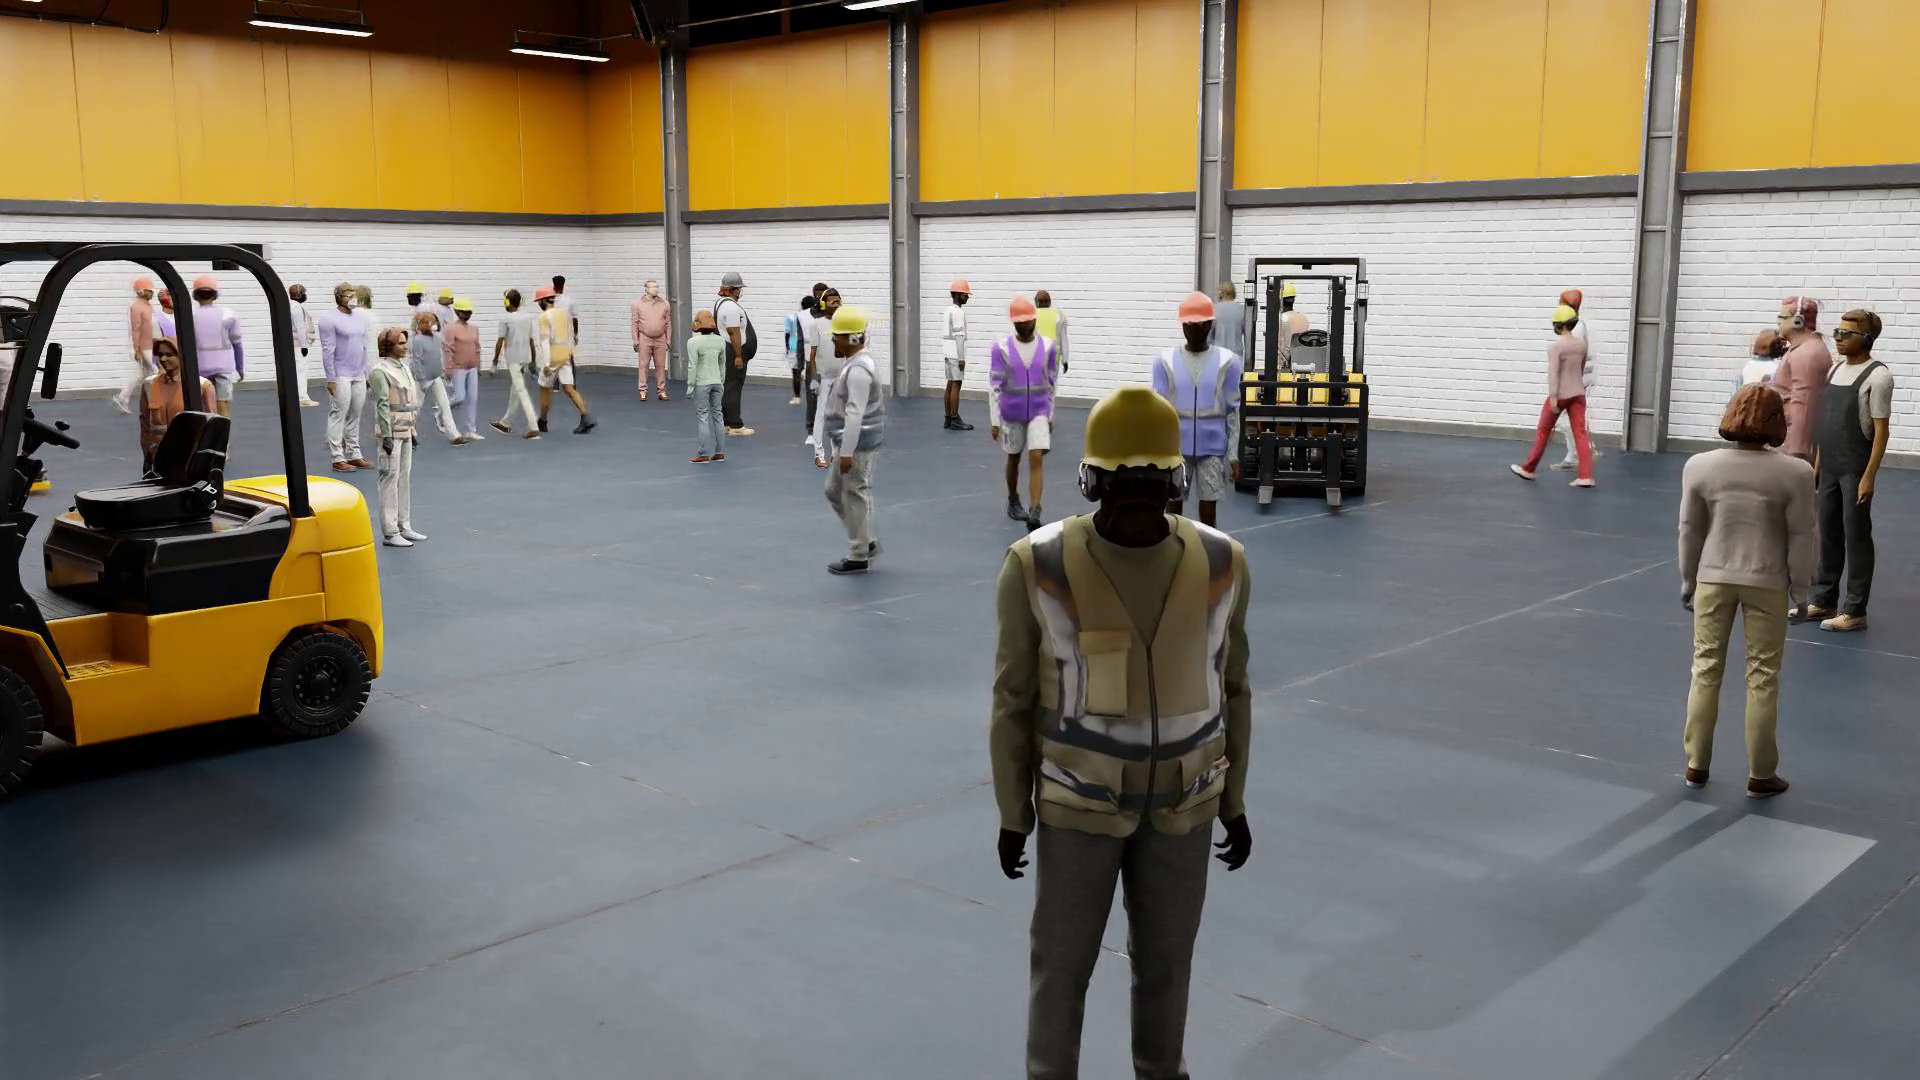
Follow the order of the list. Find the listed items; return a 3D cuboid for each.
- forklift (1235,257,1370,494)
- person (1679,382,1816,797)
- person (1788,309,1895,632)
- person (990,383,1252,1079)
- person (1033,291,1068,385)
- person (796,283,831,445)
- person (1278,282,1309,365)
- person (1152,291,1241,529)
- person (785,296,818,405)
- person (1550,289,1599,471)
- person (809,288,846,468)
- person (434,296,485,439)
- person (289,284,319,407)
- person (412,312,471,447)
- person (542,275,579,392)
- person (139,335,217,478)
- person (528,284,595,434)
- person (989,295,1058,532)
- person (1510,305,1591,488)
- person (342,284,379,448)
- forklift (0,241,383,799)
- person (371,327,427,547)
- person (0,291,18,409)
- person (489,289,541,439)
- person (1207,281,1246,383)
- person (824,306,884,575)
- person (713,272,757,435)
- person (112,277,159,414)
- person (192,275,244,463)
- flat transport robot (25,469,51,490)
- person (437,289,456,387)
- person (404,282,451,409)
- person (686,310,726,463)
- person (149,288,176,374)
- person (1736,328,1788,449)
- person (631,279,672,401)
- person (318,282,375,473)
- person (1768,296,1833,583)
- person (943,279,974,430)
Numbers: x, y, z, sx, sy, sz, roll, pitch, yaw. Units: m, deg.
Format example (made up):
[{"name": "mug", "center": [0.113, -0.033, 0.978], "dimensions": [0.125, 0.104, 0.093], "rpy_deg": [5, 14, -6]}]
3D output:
[{"name": "forklift", "center": [3.309, -1.629, 16.029], "dimensions": [1.214, 2.155, 2.313], "rpy_deg": [2, 9, 11]}, {"name": "person", "center": [3.089, 0.195, 6.563], "dimensions": [0.497, 1.633, 0.285], "rpy_deg": [7, 12, 38]}, {"name": "person", "center": [5.086, -0.398, 9.553], "dimensions": [0.345, 1.847, 0.507], "rpy_deg": [-2, 9, -9]}, {"name": "person", "center": [0.367, 0.567, 3.672], "dimensions": [0.601, 1.830, 0.403], "rpy_deg": [-2, 9, -10]}, {"name": "person", "center": [1.086, -2.371, 21.859], "dimensions": [0.637, 1.783, 0.978], "rpy_deg": [-1, 9, -6]}, {"name": "person", "center": [-1.635, -2.075, 19.660], "dimensions": [0.594, 1.906, 0.389], "rpy_deg": [0, 9, 2]}, {"name": "person", "center": [3.559, -1.838, 18.141], "dimensions": [0.589, 1.924, 0.383], "rpy_deg": [-9, 13, -44]}, {"name": "person", "center": [1.452, -0.568, 10.311], "dimensions": [0.552, 1.935, 0.375], "rpy_deg": [1, 9, 8]}, {"name": "person", "center": [-2.363, -2.867, 25.249], "dimensions": [0.587, 1.667, 0.363], "rpy_deg": [-1, 9, -4]}, {"name": "person", "center": [6.231, -1.611, 16.927], "dimensions": [0.419, 1.865, 0.599], "rpy_deg": [5, 10, 26]}, {"name": "person", "center": [-1.338, -1.694, 17.421], "dimensions": [0.516, 1.873, 0.329], "rpy_deg": [-7, 12, -38]}, {"name": "person", "center": [-6.096, -2.085, 20.223], "dimensions": [0.575, 1.748, 0.523], "rpy_deg": [5, 11, 29]}, {"name": "person", "center": [-9.951, -2.932, 25.107], "dimensions": [0.429, 1.842, 0.626], "rpy_deg": [-6, 11, -32]}, {"name": "person", "center": [-6.170, -1.862, 19.338], "dimensions": [0.895, 1.576, 0.500], "rpy_deg": [4, 10, 24]}, {"name": "person", "center": [-6.714, -3.459, 27.950], "dimensions": [0.608, 1.965, 0.369], "rpy_deg": [-3, 10, -19]}, {"name": "person", "center": [-5.105, -0.516, 10.898], "dimensions": [0.513, 1.642, 0.313], "rpy_deg": [1, 9, 3]}, {"name": "person", "center": [-5.040, -2.265, 20.922], "dimensions": [0.967, 1.892, 0.587], "rpy_deg": [5, 10, 28]}, {"name": "person", "center": [0.506, -1.017, 13.306], "dimensions": [0.553, 1.866, 1.070], "rpy_deg": [-1, 9, -5]}, {"name": "person", "center": [5.754, -1.378, 15.952], "dimensions": [0.531, 1.722, 0.911], "rpy_deg": [-4, 10, -22]}, {"name": "person", "center": [-6.899, -2.001, 19.234], "dimensions": [0.644, 1.904, 0.921], "rpy_deg": [7, 11, 35]}, {"name": "forklift", "center": [-3.706, -0.171, 7.093], "dimensions": [1.214, 2.155, 2.313], "rpy_deg": [9, 13, 43]}, {"name": "person", "center": [-4.231, -0.775, 12.490], "dimensions": [0.308, 1.641, 0.511], "rpy_deg": [0, 9, 3]}, {"name": "person", "center": [-12.185, -2.290, 21.021], "dimensions": [0.660, 1.887, 0.551], "rpy_deg": [-8, 12, -40]}, {"name": "person", "center": [-5.494, -2.151, 20.415], "dimensions": [0.986, 1.818, 0.492], "rpy_deg": [5, 11, 29]}, {"name": "person", "center": [3.424, -2.337, 21.245], "dimensions": [0.655, 1.914, 0.441], "rpy_deg": [1, 9, 5]}, {"name": "person", "center": [-0.719, -0.662, 11.228], "dimensions": [0.415, 1.819, 0.626], "rpy_deg": [-1, 9, -5]}, {"name": "person", "center": [-2.803, -2.333, 20.819], "dimensions": [0.538, 2.000, 0.687], "rpy_deg": [-4, 10, -24]}, {"name": "person", "center": [-11.591, -2.744, 23.575], "dimensions": [0.924, 1.967, 0.616], "rpy_deg": [-1, 9, -7]}, {"name": "person", "center": [-8.095, -1.853, 18.007], "dimensions": [0.619, 2.001, 0.903], "rpy_deg": [-4, 10, -22]}, {"name": "flat transport robot", "center": [-9.115, -0.609, 15.660], "dimensions": [0.652, 0.197, 1.431], "rpy_deg": [-8, 12, -41]}, {"name": "person", "center": [-8.895, -3.519, 29.077], "dimensions": [0.618, 1.724, 0.493], "rpy_deg": [-1, 9, -5]}, {"name": "person", "center": [-7.954, -2.834, 24.377], "dimensions": [1.002, 1.871, 0.612], "rpy_deg": [-3, 10, -16]}, {"name": "person", "center": [-2.717, -1.638, 17.801], "dimensions": [0.280, 1.633, 0.500], "rpy_deg": [8, 12, 41]}, {"name": "person", "center": [-9.409, -2.074, 19.817], "dimensions": [0.377, 1.846, 0.570], "rpy_deg": [1, 9, 4]}, {"name": "person", "center": [6.236, -0.859, 13.093], "dimensions": [0.677, 1.612, 0.518], "rpy_deg": [-2, 9, -12]}, {"name": "person", "center": [-4.828, -3.131, 26.109], "dimensions": [0.641, 1.913, 0.408], "rpy_deg": [-4, 10, -24]}, {"name": "person", "center": [-6.276, -1.668, 17.052], "dimensions": [0.377, 1.940, 0.629], "rpy_deg": [3, 10, 19]}, {"name": "person", "center": [5.413, -0.635, 10.844], "dimensions": [0.449, 1.890, 0.680], "rpy_deg": [6, 11, 31]}, {"name": "person", "center": [-0.030, -2.384, 21.454], "dimensions": [0.375, 1.934, 0.547], "rpy_deg": [-3, 10, -16]}]
